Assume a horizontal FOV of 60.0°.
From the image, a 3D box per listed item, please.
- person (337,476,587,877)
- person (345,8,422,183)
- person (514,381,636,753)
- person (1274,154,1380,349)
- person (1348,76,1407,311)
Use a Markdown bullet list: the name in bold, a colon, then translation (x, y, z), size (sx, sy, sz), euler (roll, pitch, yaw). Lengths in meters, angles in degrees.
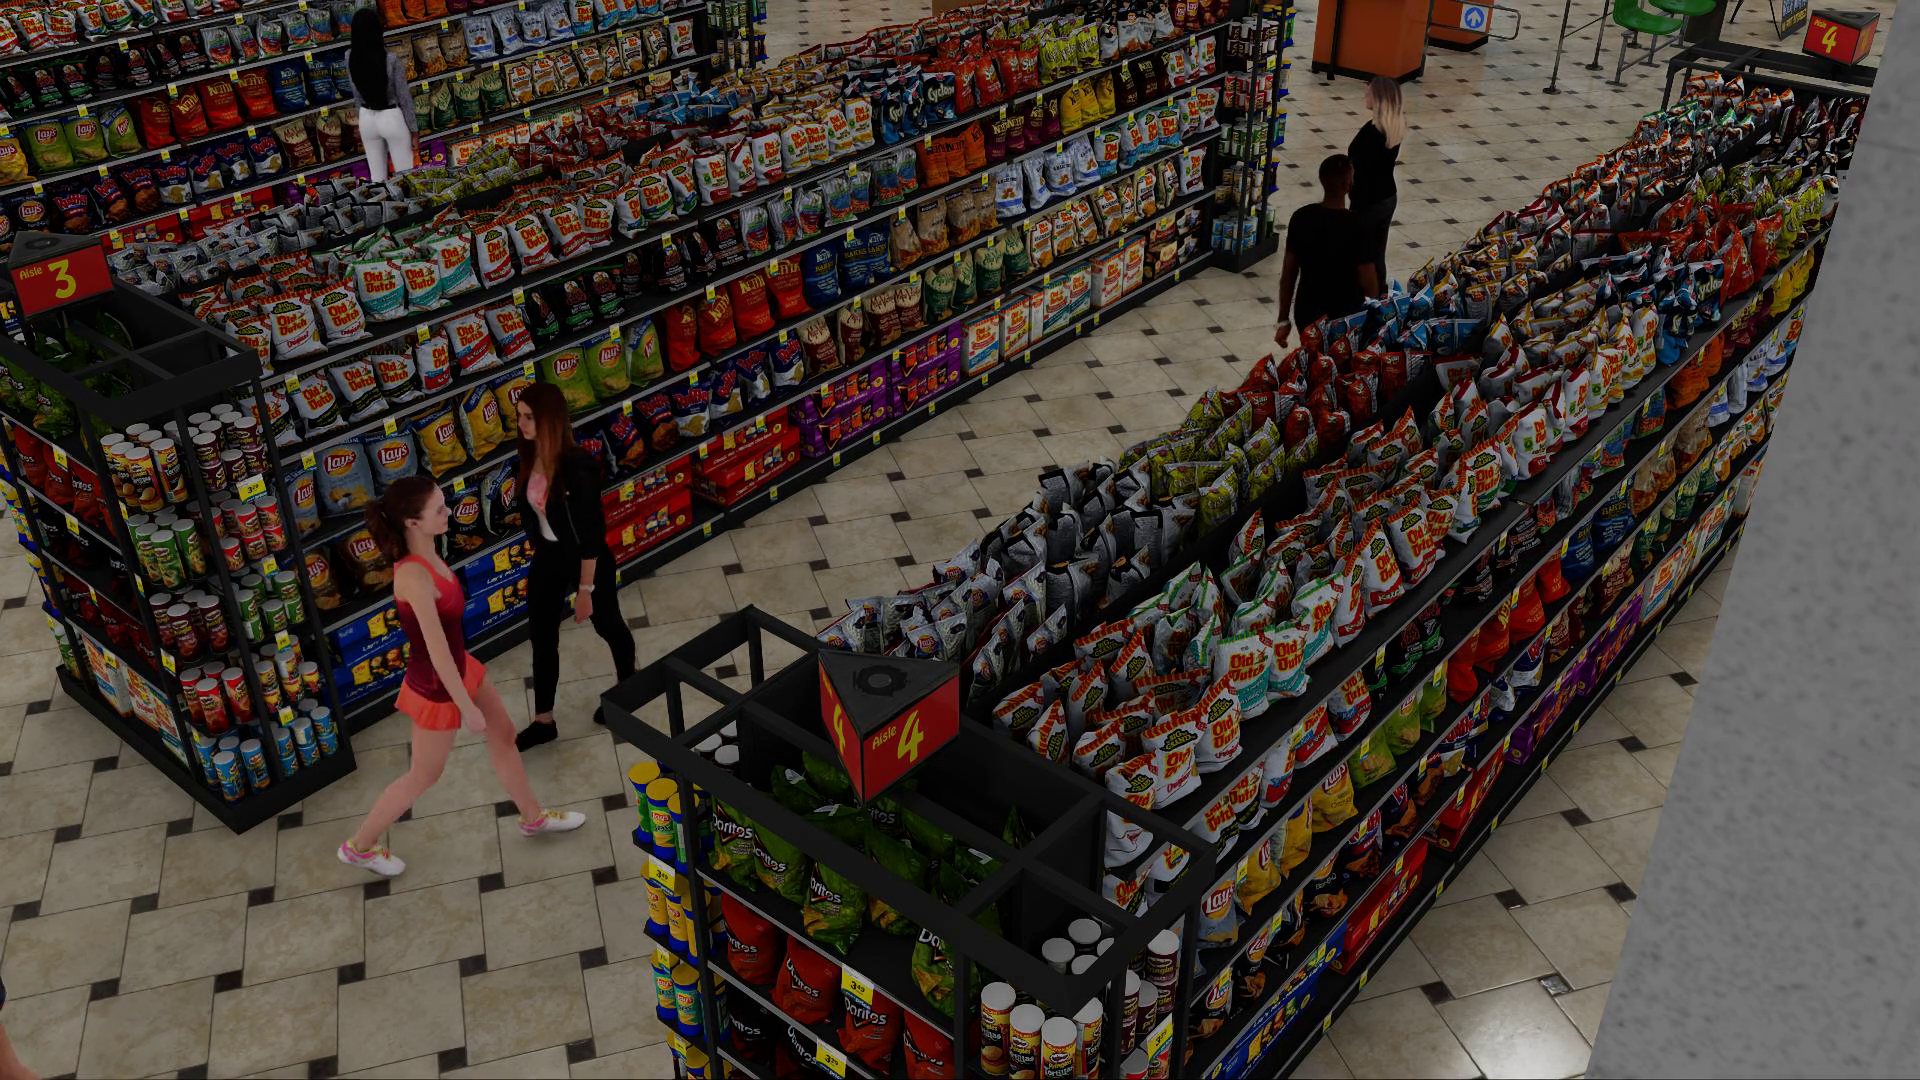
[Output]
- **person**: translation (-2.022, 0.570, 6.204), size (1.201, 1.713, 1.017), euler (-8, 33, -12)
- **person**: translation (-4.057, -2.886, 11.748), size (0.670, 1.725, 0.675), euler (5, 32, 8)
- **person**: translation (-1.554, 0.069, 7.034), size (0.665, 1.688, 0.948), euler (20, 37, 28)
- **person**: translation (1.888, -1.127, 8.879), size (0.728, 1.769, 1.226), euler (28, 41, 37)
- **person**: translation (2.612, -2.085, 10.499), size (0.658, 1.685, 0.459), euler (24, 39, 33)
